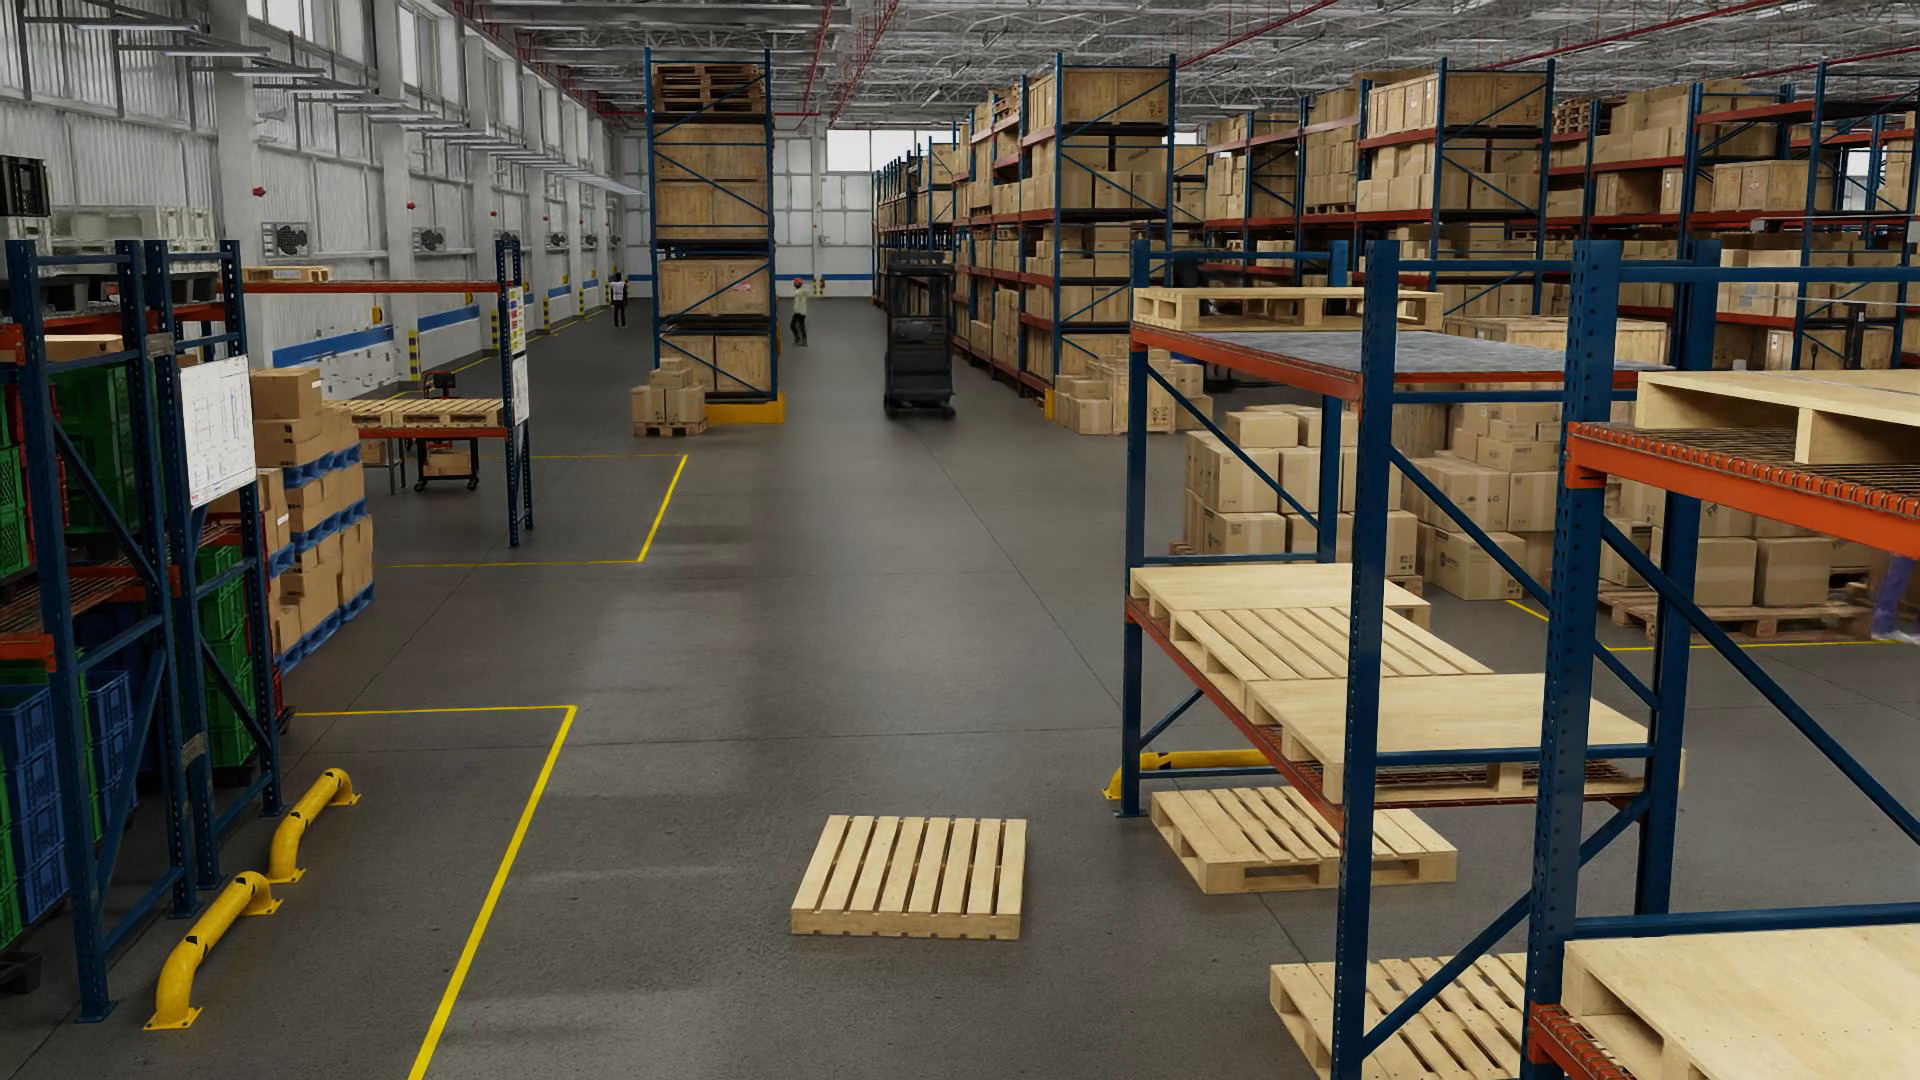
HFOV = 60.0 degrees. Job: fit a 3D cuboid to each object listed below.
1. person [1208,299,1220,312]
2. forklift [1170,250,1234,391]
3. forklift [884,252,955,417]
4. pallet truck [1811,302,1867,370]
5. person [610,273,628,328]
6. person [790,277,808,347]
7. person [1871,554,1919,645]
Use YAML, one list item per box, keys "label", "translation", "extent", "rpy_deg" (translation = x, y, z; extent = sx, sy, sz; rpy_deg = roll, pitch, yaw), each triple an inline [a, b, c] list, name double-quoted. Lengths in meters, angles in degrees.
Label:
- label: "person"
  translation: [7.580, -6.893, 50.022]
  extent: [0.454, 1.829, 0.605]
  rpy_deg: [-1, 10, -5]
- label: "forklift"
  translation: [4.468, -4.411, 33.374]
  extent: [1.873, 2.768, 1.129]
  rpy_deg: [-1, 10, -6]
- label: "forklift"
  translation: [-0.746, -3.606, 28.915]
  extent: [1.129, 2.768, 1.873]
  rpy_deg: [-1, 10, -6]
- label: "pallet truck"
  translation: [15.846, -3.142, 28.793]
  extent: [1.885, 1.965, 0.823]
  rpy_deg: [2, 10, 12]
- label: "person"
  translation: [-11.757, -8.257, 57.354]
  extent: [0.591, 1.919, 0.392]
  rpy_deg: [2, 10, 12]
- label: "person"
  translation: [-4.612, -6.479, 47.346]
  extent: [0.608, 1.970, 0.652]
  rpy_deg: [3, 11, 17]
- label: "person"
  translation: [7.247, -0.129, 12.405]
  extent: [0.717, 1.885, 0.594]
  rpy_deg: [5, 11, 26]
